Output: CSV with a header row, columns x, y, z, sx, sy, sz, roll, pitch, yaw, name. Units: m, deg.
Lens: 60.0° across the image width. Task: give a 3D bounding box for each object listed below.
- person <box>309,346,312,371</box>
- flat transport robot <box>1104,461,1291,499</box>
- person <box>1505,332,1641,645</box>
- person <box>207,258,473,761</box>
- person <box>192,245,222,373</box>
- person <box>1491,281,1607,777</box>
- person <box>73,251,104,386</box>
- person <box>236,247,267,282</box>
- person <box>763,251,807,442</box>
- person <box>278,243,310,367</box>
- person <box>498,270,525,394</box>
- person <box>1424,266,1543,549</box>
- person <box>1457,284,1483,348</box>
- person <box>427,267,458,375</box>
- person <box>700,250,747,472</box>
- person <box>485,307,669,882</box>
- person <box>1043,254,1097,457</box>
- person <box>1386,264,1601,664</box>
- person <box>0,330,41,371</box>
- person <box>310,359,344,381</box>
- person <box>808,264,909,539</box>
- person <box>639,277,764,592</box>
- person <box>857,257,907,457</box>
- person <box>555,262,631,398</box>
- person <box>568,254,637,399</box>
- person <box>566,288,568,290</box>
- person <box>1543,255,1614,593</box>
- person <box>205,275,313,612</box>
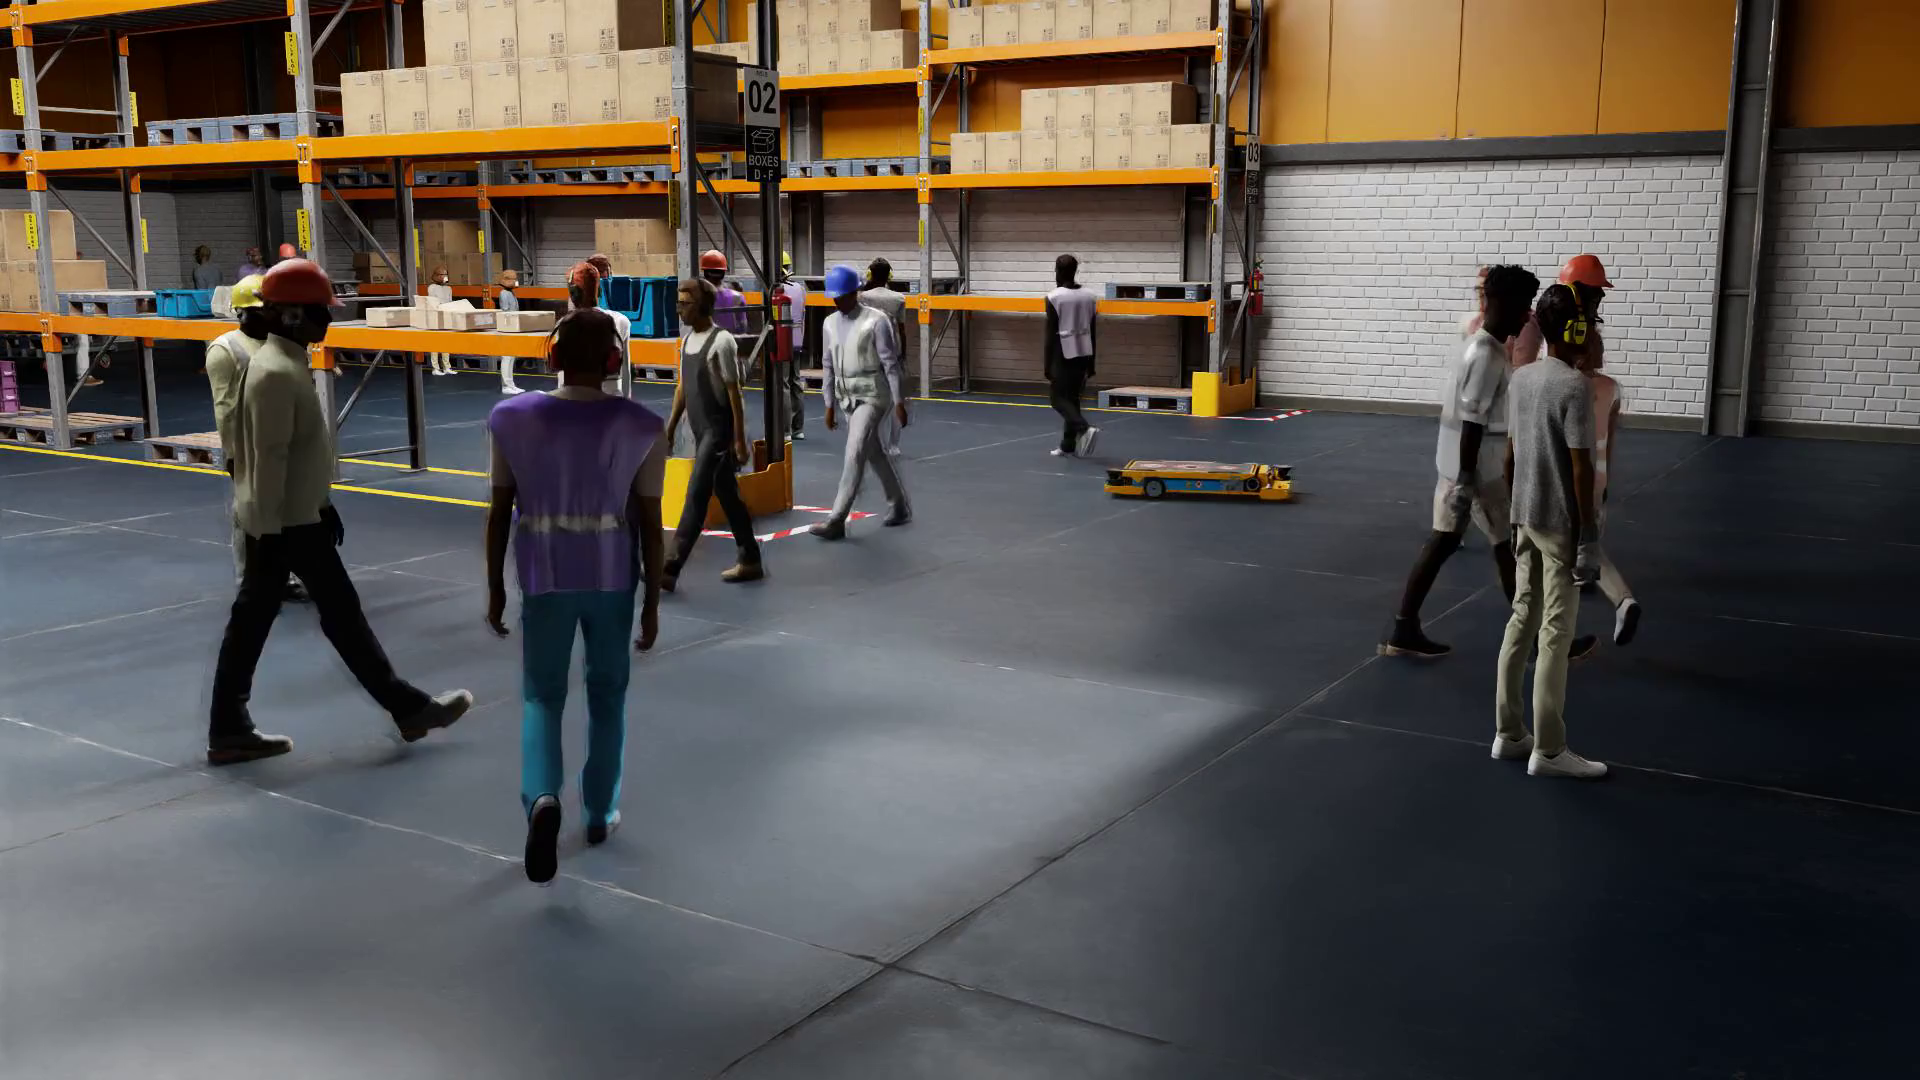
x,y,z,sx,sy,sz,roll,pitch,yaw,name
-10.103,-3.399,25.638,0.484,1.611,0.521,6,12,30,person
1.902,-0.490,13.250,1.431,0.197,0.652,2,10,12,flat transport robot
3.049,-0.257,8.209,0.527,1.617,0.643,-5,11,-26,person
-2.497,-0.113,6.519,1.050,1.936,0.631,-5,11,-26,person
-11.463,-3.508,25.353,0.364,1.939,0.636,1,10,6,person
2.259,-0.032,6.311,0.328,1.862,0.509,-3,11,-16,person
-12.274,-3.086,23.200,0.423,1.873,0.621,-4,11,-20,person
-11.372,-3.779,26.945,0.407,1.908,0.642,3,11,16,person
-1.775,-1.937,16.683,0.371,1.926,0.584,6,12,30,person
-9.018,-2.989,22.389,0.629,1.976,0.544,-5,11,-25,person
-5.946,-2.750,21.998,0.268,1.630,0.507,0,10,0,person
3.553,-0.854,10.852,0.948,1.865,0.637,-5,11,-26,person
4.257,-1.279,13.477,0.318,1.769,0.522,-6,12,-30,person
-7.796,-3.291,25.017,0.277,1.629,0.496,5,11,25,person
-2.121,-1.543,14.467,0.548,1.937,0.358,-5,11,-26,person
-1.223,0.173,5.318,0.612,1.811,0.787,-2,10,-10,person
1.057,-1.672,15.319,0.590,1.898,0.640,-8,13,-37,person
2.524,-0.339,7.870,0.968,1.900,0.606,1,10,8,person
-14.604,-3.454,25.522,0.603,1.769,0.957,4,11,20,person
-9.209,-3.102,23.909,0.867,1.662,0.538,4,11,23,person
-0.671,-0.969,11.489,0.646,1.869,1.039,10,14,43,person
-1.539,-0.606,9.645,0.935,1.799,0.532,-7,12,-33,person
-0.748,-1.697,15.543,0.511,1.861,0.312,-3,11,-16,person
-2.288,-0.778,10.367,0.356,1.887,0.572,7,12,35,person
-3.111,-1.527,14.481,0.638,1.902,0.407,-7,12,-33,person
-3.527,-1.654,15.685,0.903,1.719,0.536,-8,13,-36,person
3.543,-0.671,9.637,0.358,1.937,0.548,2,10,9,person
-3.802,-0.523,9.102,0.403,1.834,0.589,3,11,16,person
